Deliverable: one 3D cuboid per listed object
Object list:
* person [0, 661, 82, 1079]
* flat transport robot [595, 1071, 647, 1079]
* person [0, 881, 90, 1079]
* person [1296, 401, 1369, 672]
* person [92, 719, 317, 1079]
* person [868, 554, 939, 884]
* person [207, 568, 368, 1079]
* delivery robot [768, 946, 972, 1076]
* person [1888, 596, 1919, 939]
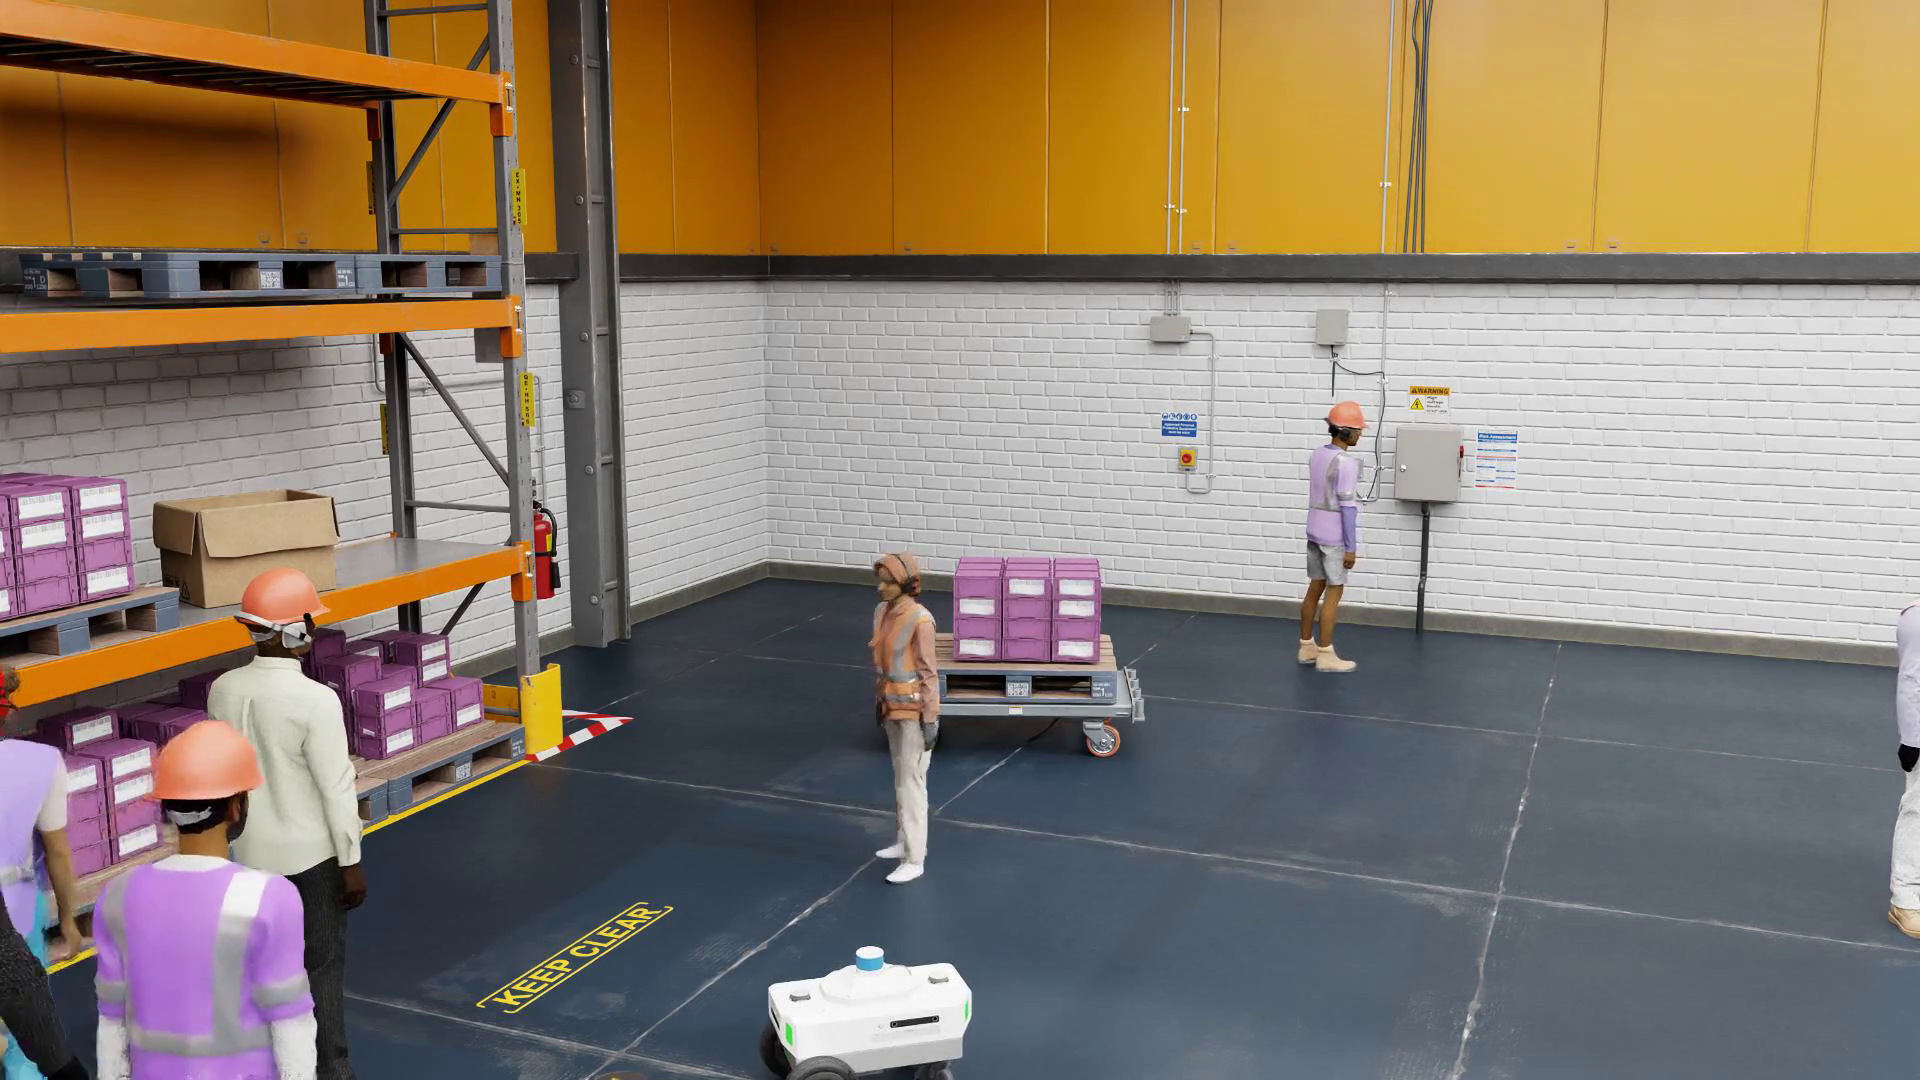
[{"bbox_3d":[-3.128,1.280,5.292,0.584,1.804,0.778,-5,10,-26],"label":"person"},{"bbox_3d":[-0.915,2.061,5.145,0.652,0.197,1.431,-1,9,-3],"label":"flat transport robot"},{"bbox_3d":[-2.698,1.395,4.547,0.645,1.797,0.903,5,11,29],"label":"person"},{"bbox_3d":[2.818,-0.028,12.491,0.422,2.034,0.611,-2,10,-13],"label":"person"},{"bbox_3d":[-1.881,1.418,4.080,0.568,1.912,0.705,3,10,15],"label":"person"},{"bbox_3d":[-0.306,0.874,8.262,0.444,1.624,0.566,-5,11,-29],"label":"person"},{"bbox_3d":[-2.340,1.084,5.855,0.611,1.995,0.375,4,10,24],"label":"person"},{"bbox_3d":[-0.324,1.724,6.046,0.707,0.478,0.477,-3,10,-17],"label":"delivery robot"},{"bbox_3d":[4.528,0.886,7.519,0.634,1.841,0.429,-2,10,-13],"label":"person"}]
